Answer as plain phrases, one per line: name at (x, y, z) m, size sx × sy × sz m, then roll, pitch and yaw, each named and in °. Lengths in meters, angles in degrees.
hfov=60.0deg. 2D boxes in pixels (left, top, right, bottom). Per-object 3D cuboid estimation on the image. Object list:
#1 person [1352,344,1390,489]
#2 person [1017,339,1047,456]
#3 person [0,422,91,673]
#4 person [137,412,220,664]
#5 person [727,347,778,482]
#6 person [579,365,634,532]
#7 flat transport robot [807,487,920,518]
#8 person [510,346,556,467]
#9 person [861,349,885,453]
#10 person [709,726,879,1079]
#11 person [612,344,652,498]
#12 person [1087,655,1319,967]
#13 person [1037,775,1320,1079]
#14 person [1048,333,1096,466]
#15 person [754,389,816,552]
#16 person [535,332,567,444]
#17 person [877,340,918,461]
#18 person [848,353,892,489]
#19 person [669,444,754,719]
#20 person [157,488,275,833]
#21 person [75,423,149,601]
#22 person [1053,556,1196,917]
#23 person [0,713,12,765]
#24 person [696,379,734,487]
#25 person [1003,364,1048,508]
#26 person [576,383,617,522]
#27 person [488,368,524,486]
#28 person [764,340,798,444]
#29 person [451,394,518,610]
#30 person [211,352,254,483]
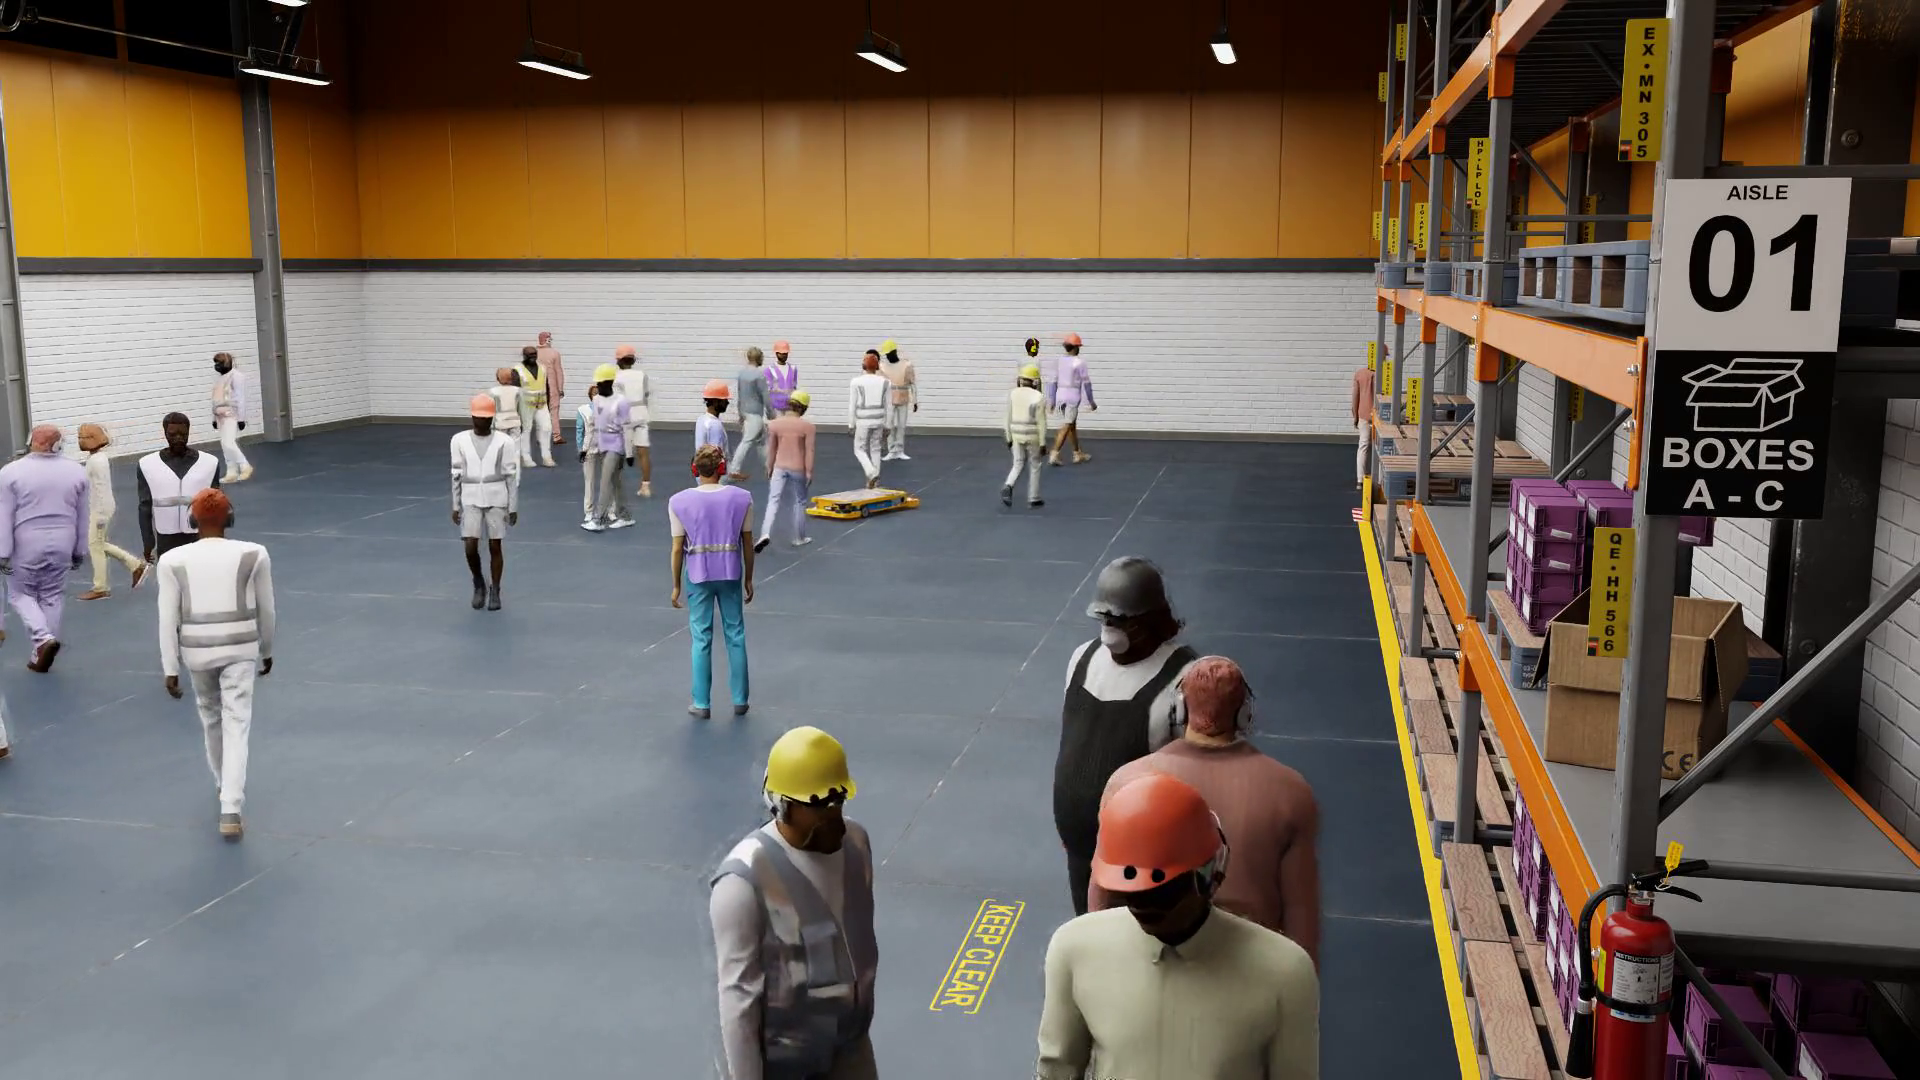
person at (5.583, -1.662, 22.374) m, size 0.614 × 1.990 × 0.392 m, roll 7°, pitch 12°, yaw 37°
person at (1.125, -2.252, 26.315) m, size 0.326 × 1.865 × 0.518 m, roll -9°, pitch 13°, yaw -44°
person at (-6.766, 0.066, 12.320) m, size 0.506 × 1.872 × 0.670 m, roll 8°, pitch 13°, yaw 41°
person at (-5.946, -0.026, 12.731) m, size 0.593 × 1.922 × 0.392 m, roll -6°, pitch 11°, yaw -30°
person at (-2.875, -1.758, 23.293) m, size 1.007 × 1.891 × 0.634 m, roll -5°, pitch 11°, yaw -28°
person at (-4.064, -1.030, 18.879) m, size 0.591 × 1.893 × 0.887 m, roll 9°, pitch 13°, yaw 44°
flat transport robot at (-1.191, -0.461, 20.311) m, size 0.652 × 0.197 × 1.431 m, roll 7°, pitch 12°, yaw 37°
person at (-6.323, -1.970, 24.739) m, size 0.664 × 1.817 × 0.705 m, roll -9°, pitch 13°, yaw -43°
person at (-1.406, -2.209, 26.603) m, size 0.550 × 1.672 × 0.570 m, roll 7°, pitch 12°, yaw 36°
person at (-0.483, 1.371, 4.737) m, size 0.932 × 1.785 × 0.590 m, roll 8°, pitch 12°, yaw 40°
person at (-4.355, -1.569, 21.827) m, size 0.612 × 1.976 × 1.100 m, roll -6°, pitch 11°, yaw -34°
person at (0.724, 1.268, 5.088) m, size 0.672 × 1.862 × 0.904 m, roll 0°, pitch 9°, yaw 3°
person at (0.469, 1.457, 3.640) m, size 0.650 × 1.973 × 0.437 m, roll 3°, pitch 10°, yaw 18°
person at (1.648, -2.111, 25.096) m, size 1.036 × 2.000 × 0.616 m, roll -8°, pitch 13°, yaw -41°
person at (-1.830, -0.732, 17.622) m, size 0.562 × 1.717 × 0.846 m, roll 2°, pitch 10°, yaw 14°
person at (-6.961, -2.560, 28.058) m, size 0.636 × 1.903 × 0.405 m, roll 2°, pitch 10°, yaw 14°
person at (-0.972, -2.153, 25.689) m, size 0.627 × 1.879 × 0.536 m, roll 0°, pitch 9°, yaw -2°
person at (-1.179, -1.533, 21.962) m, size 0.610 × 1.870 × 0.524 m, roll -4°, pitch 10°, yaw -22°
person at (-1.646, 0.285, 11.102) m, size 0.563 × 1.839 × 0.394 m, roll -3°, pitch 10°, yaw -17°
person at (-4.034, 0.636, 9.061) m, size 0.558 × 1.830 × 1.018 m, roll -3°, pitch 10°, yaw -16°
person at (-7.748, -0.262, 15.076) m, size 0.537 × 1.616 × 0.502 m, roll -5°, pitch 11°, yaw -29°
person at (0.678, 1.011, 6.123) m, size 0.814 × 2.000 × 0.702 m, roll -8°, pitch 12°, yaw -39°
person at (-5.976, 0.486, 9.664) m, size 0.628 × 1.905 × 0.920 m, roll 5°, pitch 11°, yaw 27°
person at (-2.341, -0.571, 15.962) m, size 0.376 × 1.936 × 0.549 m, roll -4°, pitch 10°, yaw -24°
person at (0.808, -1.270, 20.544) m, size 0.602 × 1.810 × 0.654 m, roll 6°, pitch 11°, yaw 33°
person at (-4.270, -1.036, 19.662) m, size 0.515 × 1.641 × 0.308 m, roll -3°, pitch 10°, yaw -17°
person at (-6.231, -1.548, 22.820) m, size 0.530 × 1.620 × 0.614 m, roll -6°, pitch 11°, yaw -31°
person at (-2.595, -1.959, 24.325) m, size 0.547 × 1.938 × 0.379 m, roll -7°, pitch 11°, yaw -34°
person at (-4.144, -0.323, 14.524) m, size 0.570 × 1.916 × 0.440 m, roll -2°, pitch 10°, yaw -11°
person at (-10.116, -1.684, 22.999) m, size 0.643 × 1.827 × 0.444 m, roll 8°, pitch 12°, yaw 38°
